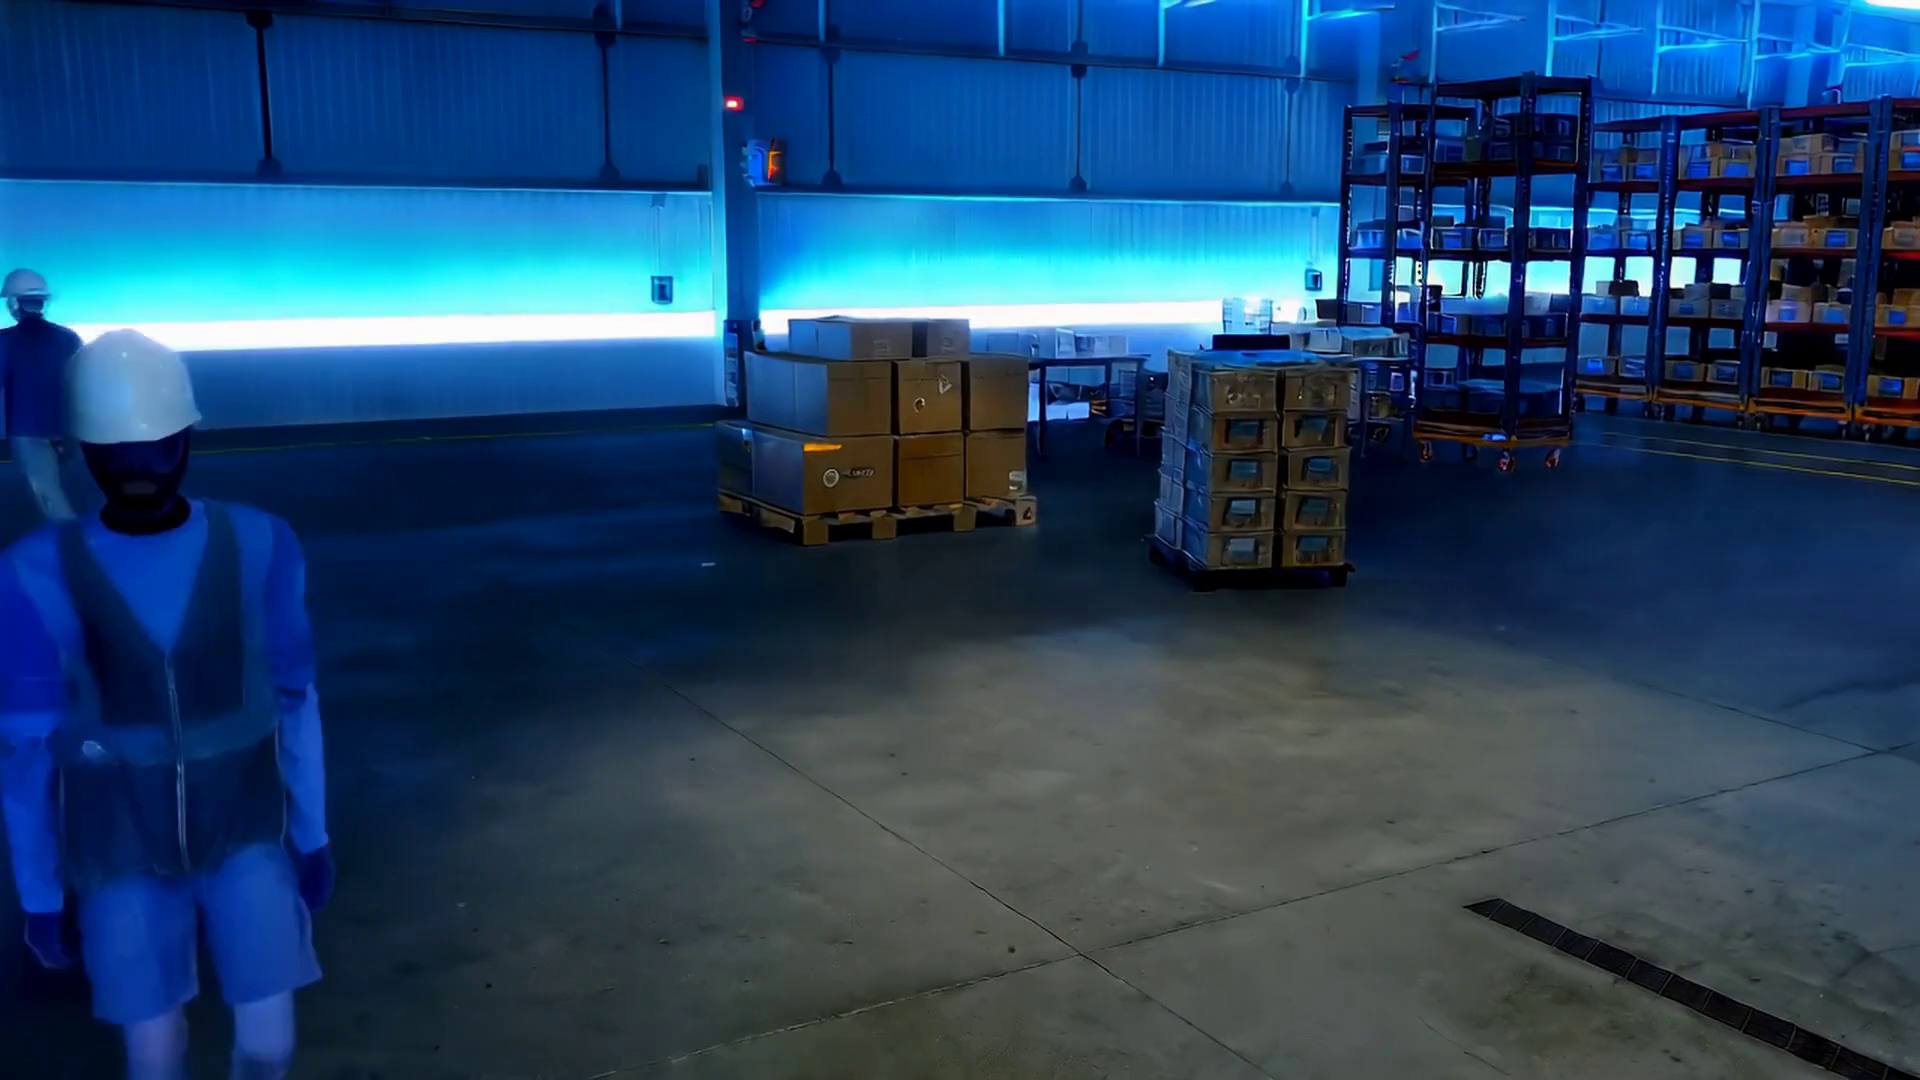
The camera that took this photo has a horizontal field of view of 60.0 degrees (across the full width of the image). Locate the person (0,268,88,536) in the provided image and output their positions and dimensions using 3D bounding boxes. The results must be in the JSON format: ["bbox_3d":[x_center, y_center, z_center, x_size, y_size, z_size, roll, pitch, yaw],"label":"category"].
[{"bbox_3d":[-5.593,-0.653,10.033,1.021,1.941,0.622,5,11,24],"label":"person"}]

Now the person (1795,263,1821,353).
[{"bbox_3d":[12.723,-3.236,24.951,0.436,1.832,0.599,-9,13,-40],"label":"person"}]

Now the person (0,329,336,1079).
[{"bbox_3d":[-1.483,0.568,3.147,0.570,1.924,0.421,-6,12,-30],"label":"person"}]
